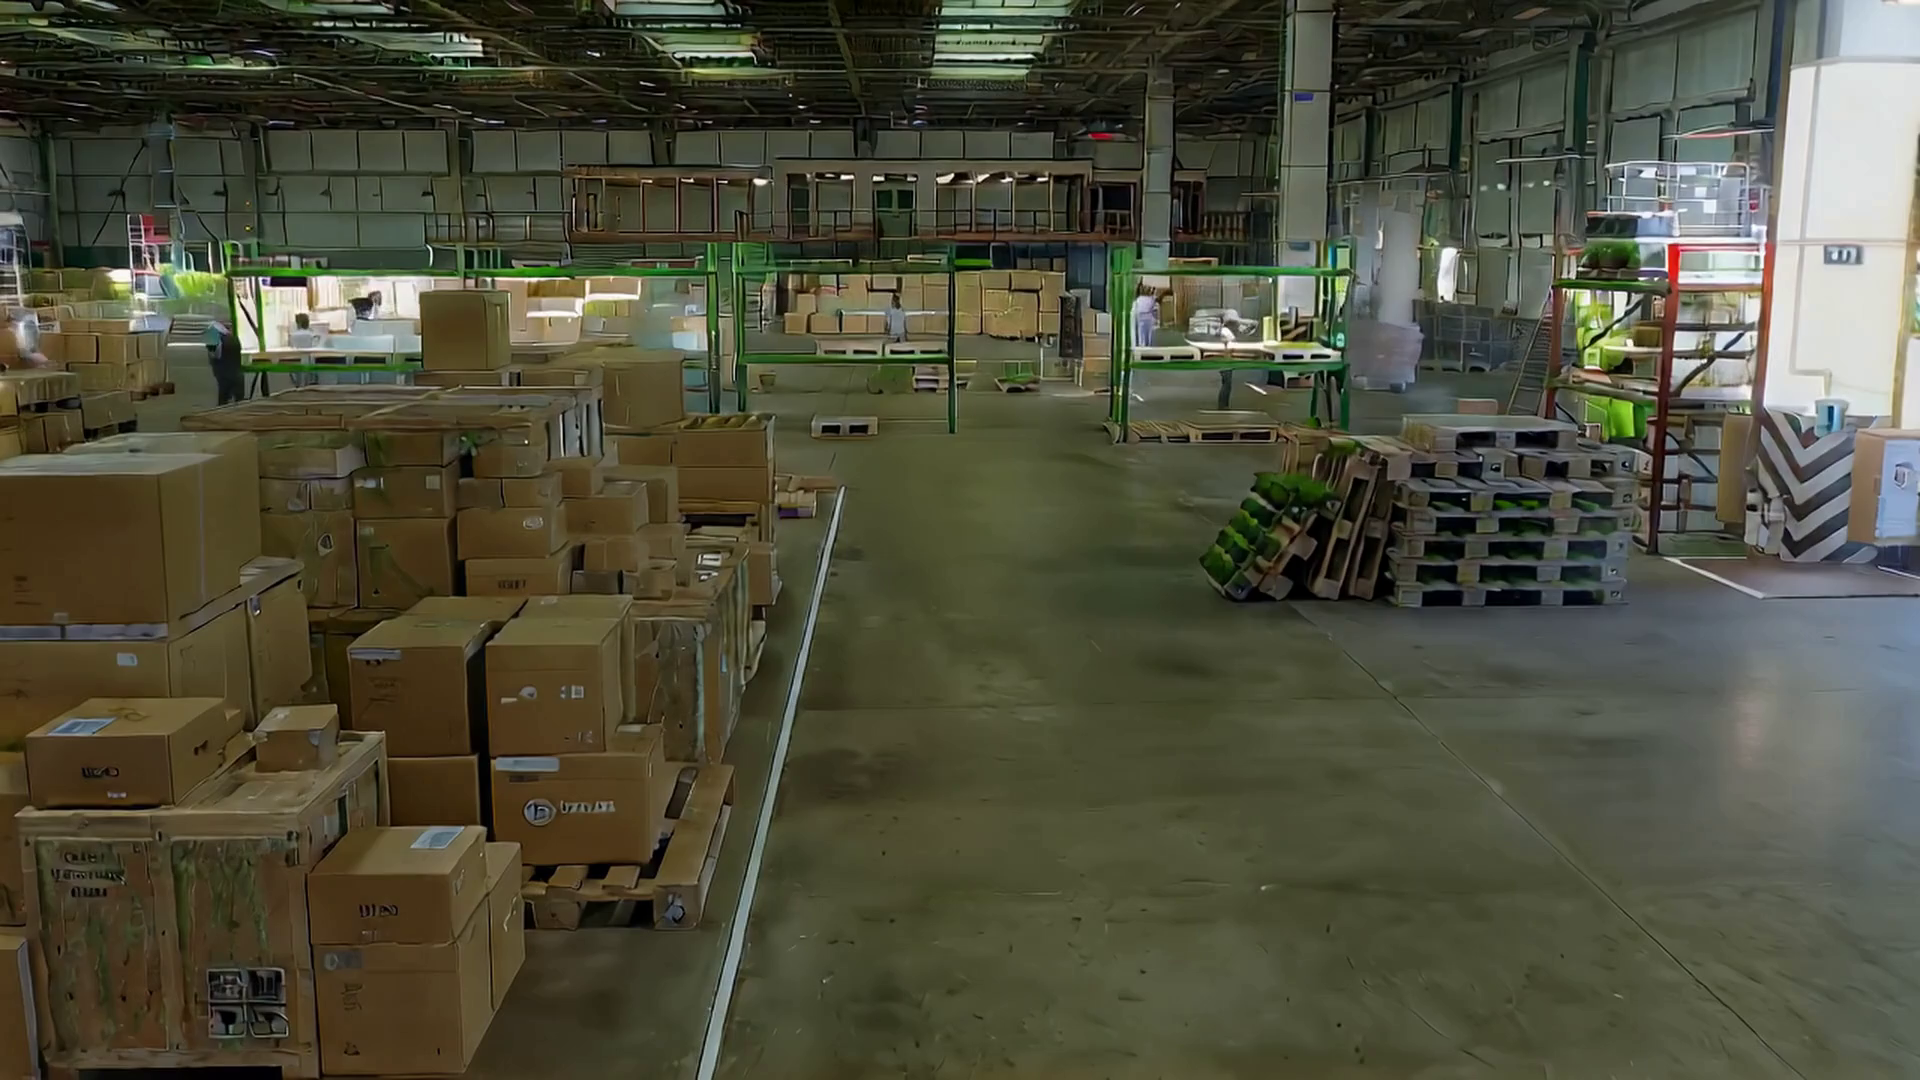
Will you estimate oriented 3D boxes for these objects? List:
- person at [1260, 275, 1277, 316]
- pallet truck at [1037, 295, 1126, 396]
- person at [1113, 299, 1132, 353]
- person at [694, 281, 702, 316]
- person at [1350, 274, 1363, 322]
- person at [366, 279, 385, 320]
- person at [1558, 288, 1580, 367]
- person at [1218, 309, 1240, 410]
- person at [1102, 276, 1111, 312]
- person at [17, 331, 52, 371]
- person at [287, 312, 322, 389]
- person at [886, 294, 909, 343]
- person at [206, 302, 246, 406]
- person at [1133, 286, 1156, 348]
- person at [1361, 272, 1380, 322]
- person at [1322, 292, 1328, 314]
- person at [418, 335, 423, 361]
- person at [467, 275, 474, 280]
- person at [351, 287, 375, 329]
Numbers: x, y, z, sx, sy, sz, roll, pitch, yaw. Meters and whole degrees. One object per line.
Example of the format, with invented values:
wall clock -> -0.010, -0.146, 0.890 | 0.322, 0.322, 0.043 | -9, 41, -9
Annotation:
person -> 12.691, -10.173, 68.388 | 0.984, 1.891, 0.639 | -10, 14, -43
pallet truck -> 2.483, -3.881, 33.060 | 1.885, 1.965, 0.823 | -7, 13, -36
person -> 3.380, -4.143, 34.687 | 0.372, 1.940, 0.632 | 8, 13, 38
person -> -8.729, -7.841, 55.906 | 0.741, 1.721, 0.491 | -5, 11, -25
person -> 13.532, -8.084, 56.688 | 0.488, 1.915, 0.576 | 7, 13, 36
person -> -17.544, -6.845, 49.788 | 0.621, 1.929, 0.998 | 1, 10, 6
person -> 14.796, -5.172, 40.467 | 0.608, 1.915, 0.416 | -2, 10, -9
person -> 4.402, -2.809, 27.277 | 0.358, 1.930, 0.590 | 1, 10, 6
person -> 6.267, -10.592, 70.754 | 0.354, 1.887, 0.572 | -3, 10, -14
person -> -12.194, -1.778, 21.643 | 0.795, 1.894, 0.437 | -1, 10, -4
person -> -10.888, -2.850, 27.660 | 0.514, 1.876, 0.328 | -4, 11, -19
person -> -1.414, -4.642, 37.713 | 0.514, 1.858, 0.473 | 0, 10, -2
person -> -12.376, -3.004, 28.057 | 0.537, 2.000, 0.701 | 0, 10, 1
person -> 4.998, -5.950, 45.061 | 0.644, 1.825, 0.515 | 1, 10, 3
person -> 14.615, -8.541, 59.098 | 0.620, 1.977, 0.645 | -5, 11, -24
person -> 10.382, -6.530, 48.286 | 0.647, 1.828, 0.523 | 6, 12, 32
person -> -8.327, -2.648, 26.512 | 0.574, 1.884, 0.356 | 2, 10, 11
person -> -20.319, -10.218, 68.784 | 0.519, 1.844, 0.330 | -2, 10, -11
person -> -15.520, -5.648, 43.290 | 0.597, 1.873, 0.988 | -3, 11, -16
